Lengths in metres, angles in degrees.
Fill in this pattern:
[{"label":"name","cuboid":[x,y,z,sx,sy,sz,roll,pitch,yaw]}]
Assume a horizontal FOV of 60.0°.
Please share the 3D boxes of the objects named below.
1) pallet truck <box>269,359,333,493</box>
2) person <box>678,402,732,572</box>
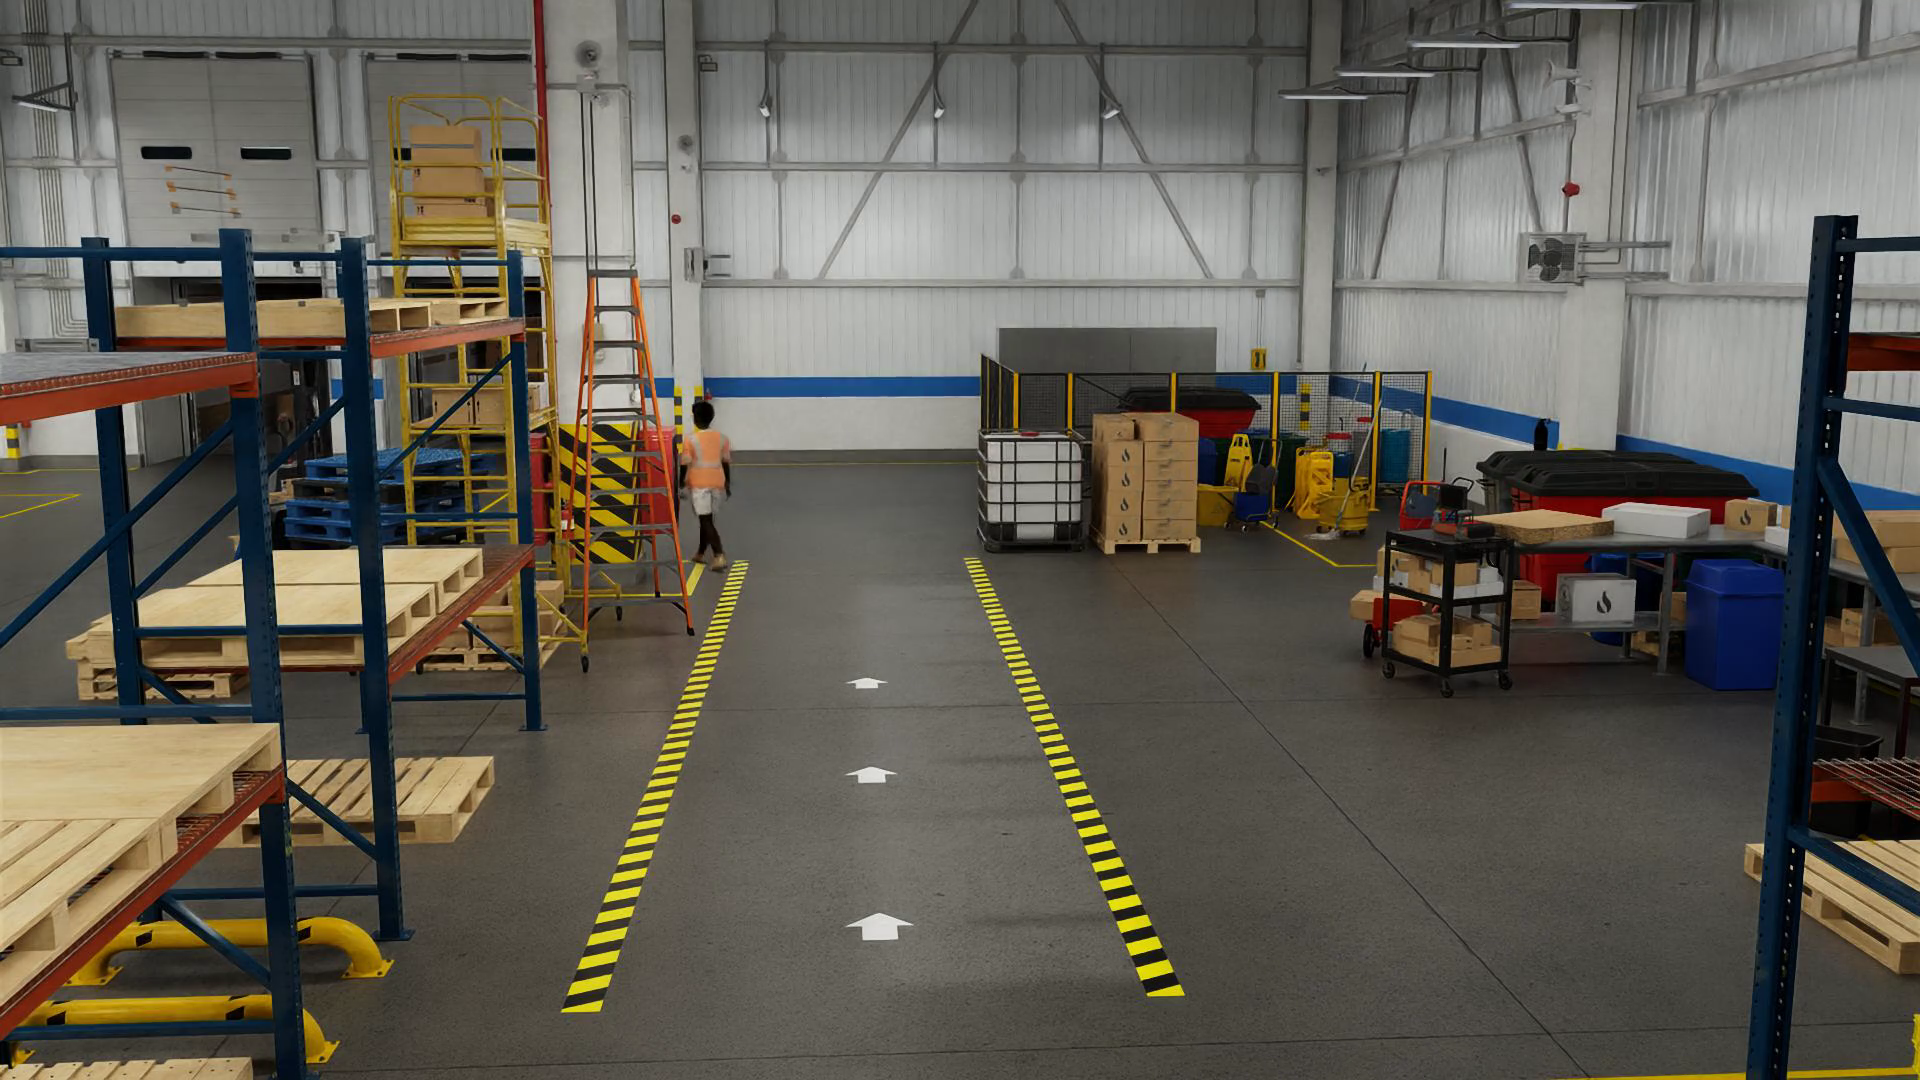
[{"label":"pallet truck","cuboid":[-7.062,-1.131,18.996,1.885,1.965,0.823,2,9,13]},{"label":"person","cuboid":[-2.476,-0.526,16.300,0.531,1.665,0.848,-9,13,-44]}]
